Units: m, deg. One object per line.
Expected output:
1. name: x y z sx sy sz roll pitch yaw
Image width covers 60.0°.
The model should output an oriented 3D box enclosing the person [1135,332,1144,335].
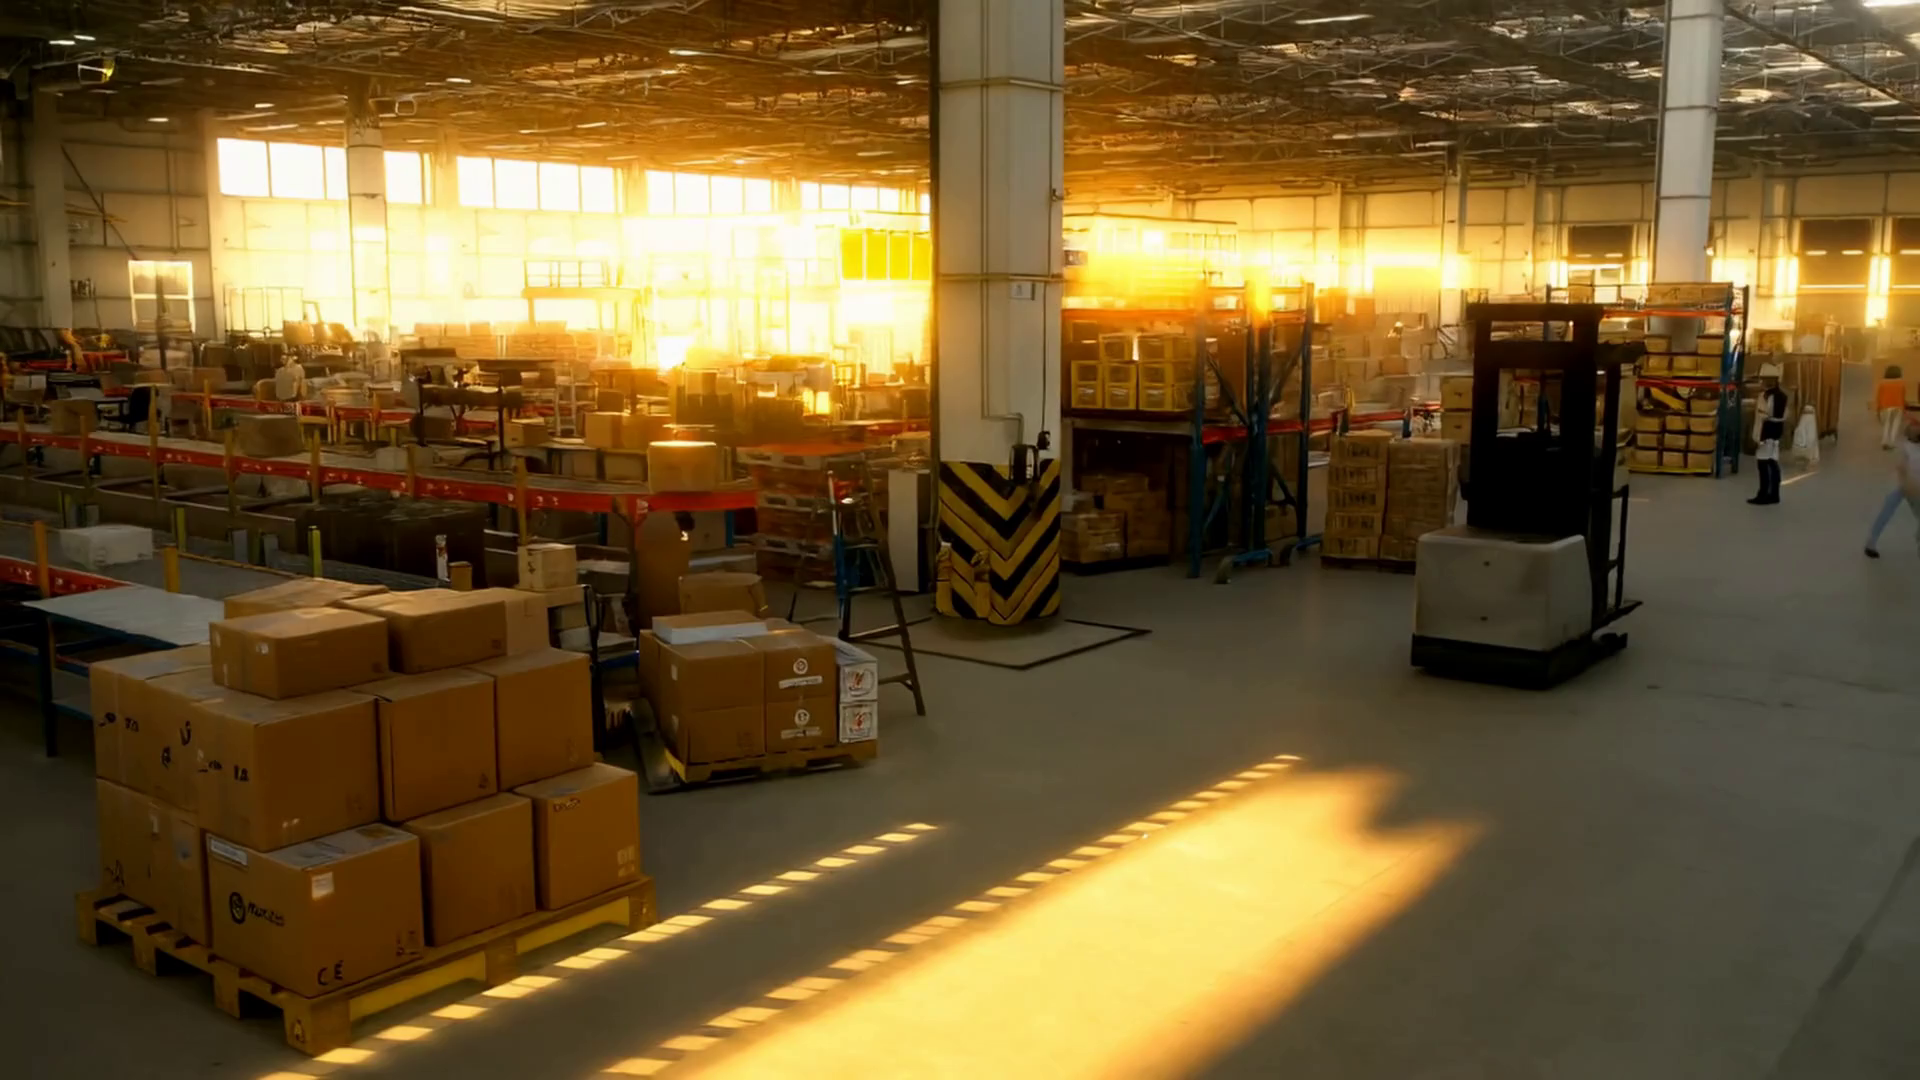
1. person: 4.520 -4.357 42.532 0.722 1.914 0.550 -2 9 -10

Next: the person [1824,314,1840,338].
1. person: 37.680 -8.758 71.907 0.608 1.995 0.385 5 10 32

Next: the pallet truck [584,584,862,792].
1. pallet truck: -1.426 0.805 10.019 1.601 1.201 0.680 -4 9 -26

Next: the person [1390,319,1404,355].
1. person: 16.664 -7.473 63.451 0.547 1.934 0.376 2 9 13

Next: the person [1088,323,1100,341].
1. person: 4.744 -6.722 58.614 0.616 1.861 0.990 -5 10 -30

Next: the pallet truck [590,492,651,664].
1. pallet truck: -3.115 0.344 12.883 0.653 1.274 1.630 7 11 37

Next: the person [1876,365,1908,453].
1. person: 16.970 -2.389 30.308 0.492 1.597 0.845 6 10 35

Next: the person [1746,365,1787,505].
1. person: 11.045 -1.433 22.777 0.539 1.929 0.384 -6 10 -34

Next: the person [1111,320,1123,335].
1. person: 6.109 -7.725 65.371 0.610 1.868 0.475 6 10 35

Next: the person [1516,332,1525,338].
1. person: 15.343 -4.822 45.877 0.673 1.848 0.524 6 10 36

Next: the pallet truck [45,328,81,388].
1. pallet truck: -23.775 -4.544 43.495 1.885 1.965 0.823 6 10 35

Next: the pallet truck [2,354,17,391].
1. pallet truck: -24.881 -4.417 42.634 1.885 1.965 0.823 8 11 41

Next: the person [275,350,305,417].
1. person: -11.880 -2.408 29.458 0.644 1.898 0.397 4 9 24

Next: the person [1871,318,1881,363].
1. person: 38.104 -8.292 69.228 0.451 1.853 0.562 6 11 37

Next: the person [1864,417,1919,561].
1. person: 10.254 -0.543 17.940 0.513 1.564 0.879 -4 9 -25

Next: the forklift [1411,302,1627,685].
1. forklift: 4.379 -0.438 12.852 1.129 2.768 1.873 7 11 37

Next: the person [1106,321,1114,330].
1. person: 5.693 -7.547 64.303 0.613 1.833 0.511 -1 9 -8
